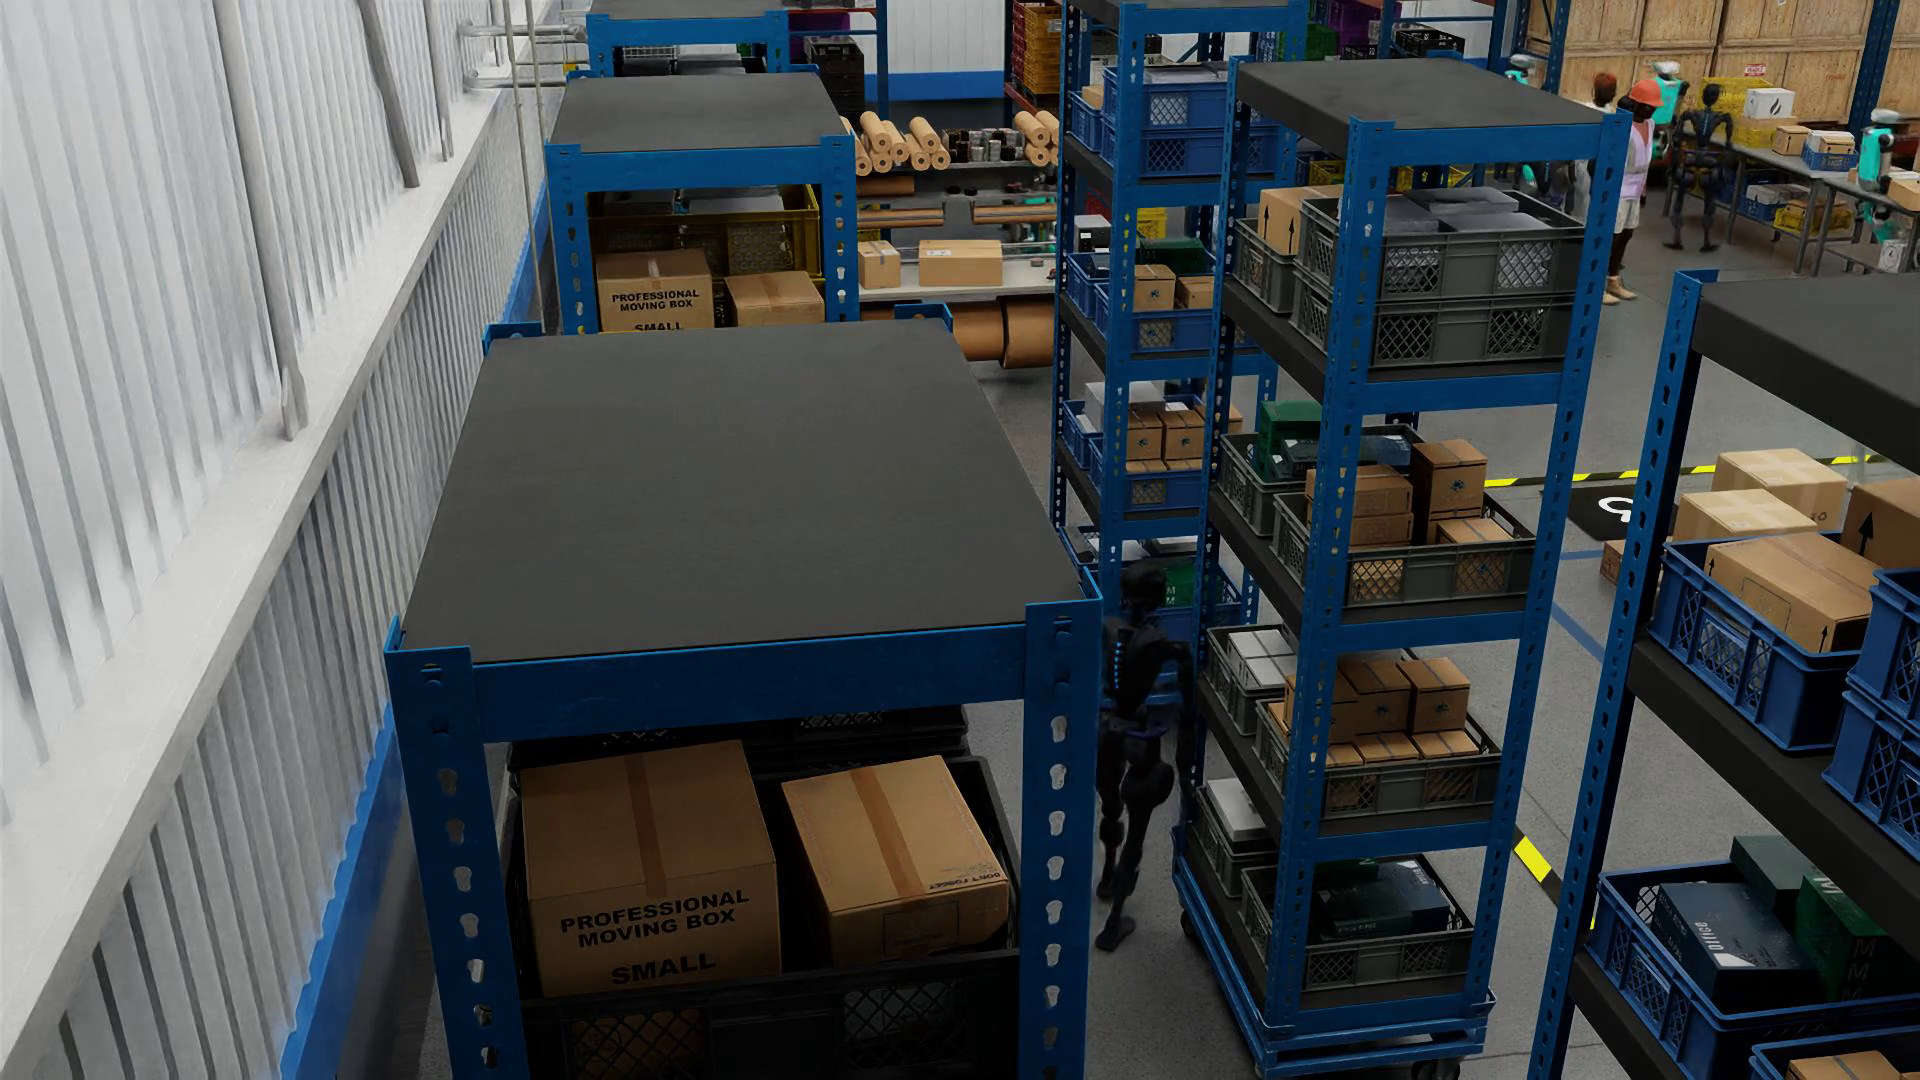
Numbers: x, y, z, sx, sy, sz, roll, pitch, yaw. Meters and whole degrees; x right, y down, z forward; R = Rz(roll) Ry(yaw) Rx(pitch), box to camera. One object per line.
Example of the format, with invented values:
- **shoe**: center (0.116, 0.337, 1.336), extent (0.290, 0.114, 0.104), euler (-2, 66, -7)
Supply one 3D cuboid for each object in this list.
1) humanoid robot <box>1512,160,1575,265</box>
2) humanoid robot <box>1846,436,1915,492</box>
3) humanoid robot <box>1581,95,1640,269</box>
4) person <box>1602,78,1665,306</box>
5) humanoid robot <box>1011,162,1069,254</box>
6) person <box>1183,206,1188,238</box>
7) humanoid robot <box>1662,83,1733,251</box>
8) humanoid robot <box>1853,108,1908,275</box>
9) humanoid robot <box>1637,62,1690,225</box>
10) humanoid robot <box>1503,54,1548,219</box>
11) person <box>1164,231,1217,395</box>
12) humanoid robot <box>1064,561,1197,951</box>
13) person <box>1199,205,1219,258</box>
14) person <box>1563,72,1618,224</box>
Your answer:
- **humanoid robot**: center (5.276, -2.955, 15.079), extent (0.591, 1.630, 0.693), euler (5, 25, 10)
- **humanoid robot**: center (6.169, -1.019, 10.815), extent (1.048, 1.752, 0.542), euler (-11, 27, -22)
- **humanoid robot**: center (6.333, -3.468, 16.134), extent (0.599, 1.657, 0.315), euler (20, 31, 37)
- **person**: center (6.020, -3.127, 14.991), extent (0.609, 2.033, 0.401), euler (-20, 31, -36)
- **humanoid robot**: center (0.621, -2.686, 14.400), extent (0.536, 1.776, 0.952), euler (-5, 25, -11)
- **person**: center (2.398, -3.554, 16.151), extent (0.588, 1.834, 0.403), euler (7, 26, 15)
- **humanoid robot**: center (7.459, -3.758, 16.795), extent (0.638, 1.636, 0.408), euler (7, 26, 16)
- **humanoid robot**: center (8.566, -3.010, 15.164), extent (0.897, 1.801, 0.557), euler (2, 25, 4)
- **humanoid robot**: center (7.253, -4.224, 17.749), extent (0.540, 1.785, 0.820), euler (-6, 25, -12)
- **humanoid robot**: center (6.159, -4.229, 17.823), extent (0.856, 1.856, 0.548), euler (16, 29, 31)
- **person**: center (1.544, -1.226, 11.130), extent (0.426, 1.821, 0.613), euler (-16, 29, -31)
- **humanoid robot**: center (0.696, 0.852, 6.772), extent (0.608, 1.635, 0.556), euler (15, 29, 30)
- **person**: center (2.414, -3.386, 15.778), extent (0.429, 1.844, 0.625), euler (-9, 26, -20)
- **person**: center (6.217, -3.674, 16.402), extent (0.586, 1.846, 0.890), euler (-20, 32, -37)
